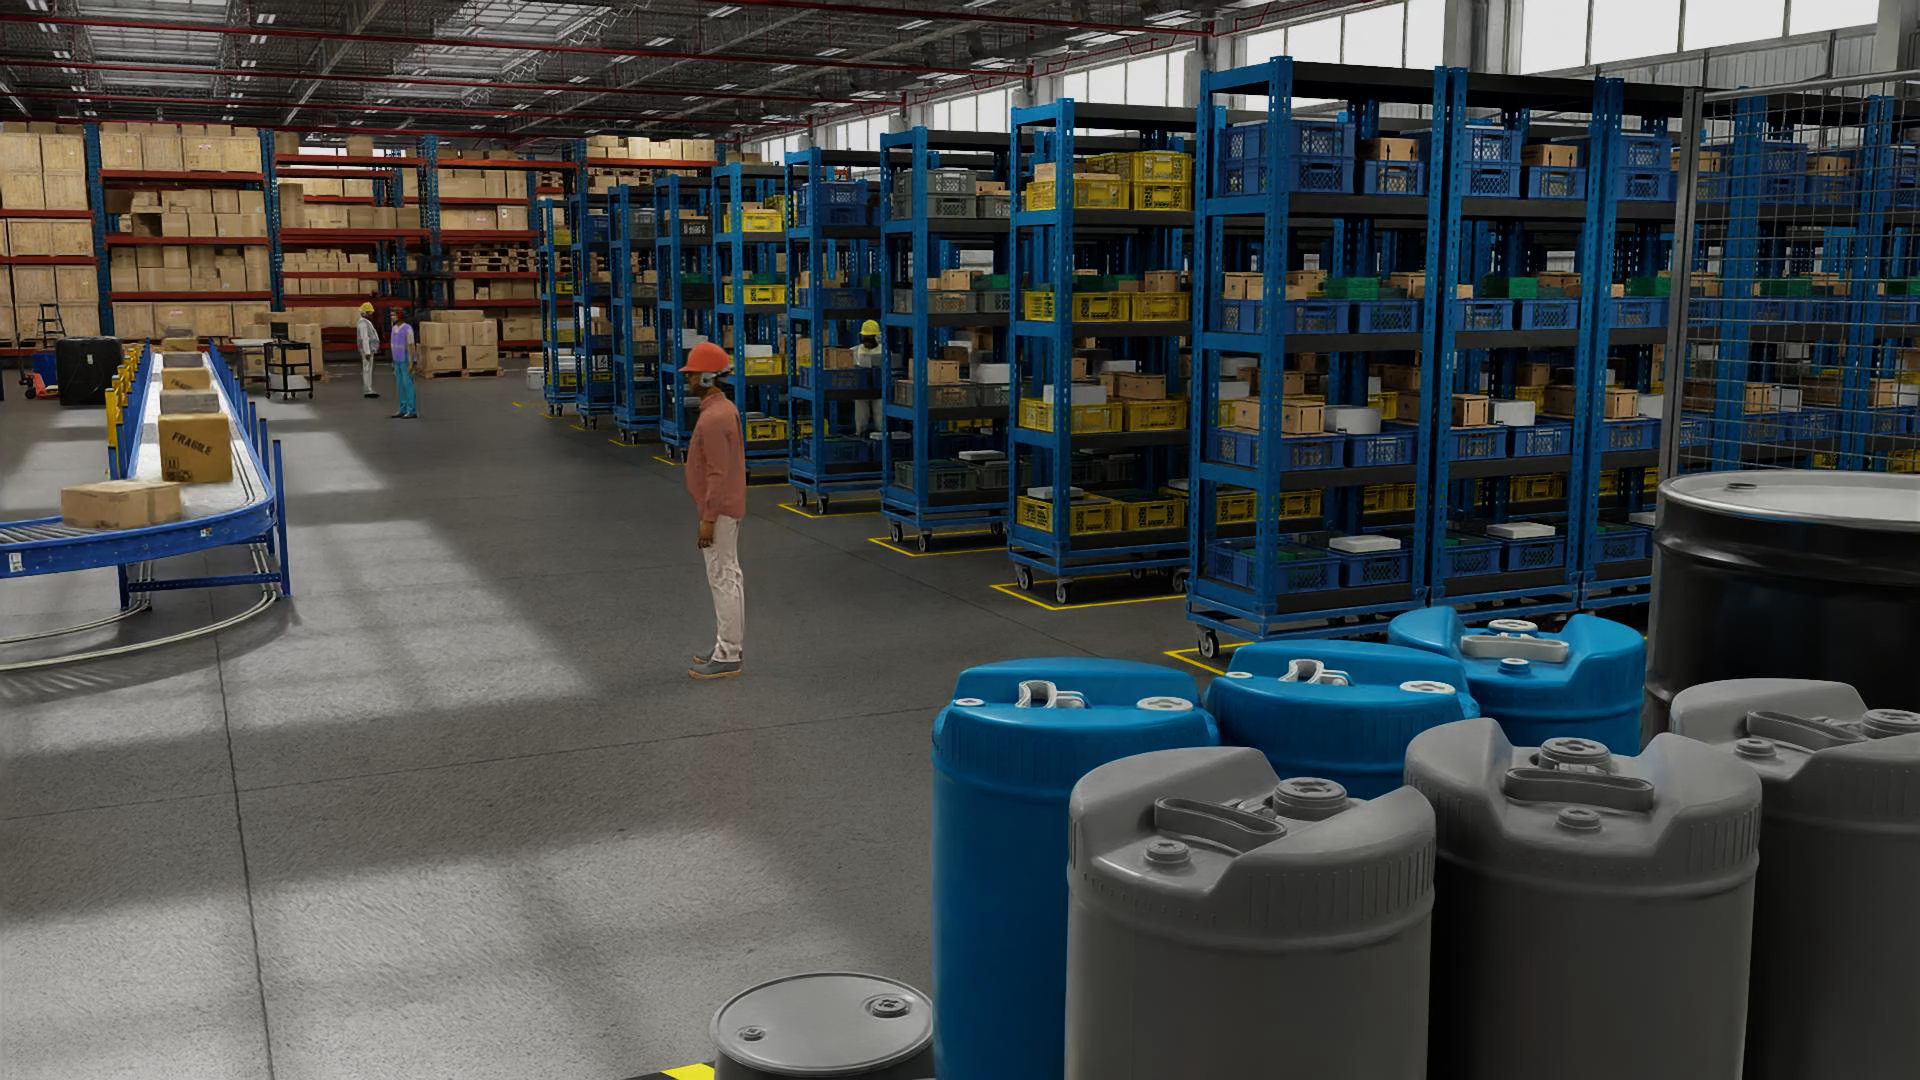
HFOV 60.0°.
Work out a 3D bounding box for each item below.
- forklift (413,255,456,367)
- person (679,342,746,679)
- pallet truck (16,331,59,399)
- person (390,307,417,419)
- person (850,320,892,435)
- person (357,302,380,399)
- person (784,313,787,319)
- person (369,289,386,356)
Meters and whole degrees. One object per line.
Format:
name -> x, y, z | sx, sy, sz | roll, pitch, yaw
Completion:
forklift -> -13.163, -5.783, 41.969 | 1.129, 2.768, 1.873 | 1, 9, 4
person -> -1.461, -0.176, 9.914 | 0.378, 1.996, 0.610 | 0, 9, 0
pallet truck -> -17.082, -3.353, 31.781 | 1.630, 1.274, 0.653 | -4, 10, -25
person -> -9.158, -2.915, 27.384 | 0.572, 1.840, 0.373 | 8, 12, 42
person -> -1.085, -1.783, 20.399 | 0.591, 1.829, 0.404 | 1, 9, 4
person -> -11.276, -3.608, 31.719 | 0.404, 1.829, 0.600 | -3, 10, -17
person -> -3.623, -4.423, 36.593 | 0.662, 1.886, 0.459 | 4, 10, 25
person -> -16.754, -6.223, 47.703 | 0.409, 1.910, 0.651 | 4, 10, 21
